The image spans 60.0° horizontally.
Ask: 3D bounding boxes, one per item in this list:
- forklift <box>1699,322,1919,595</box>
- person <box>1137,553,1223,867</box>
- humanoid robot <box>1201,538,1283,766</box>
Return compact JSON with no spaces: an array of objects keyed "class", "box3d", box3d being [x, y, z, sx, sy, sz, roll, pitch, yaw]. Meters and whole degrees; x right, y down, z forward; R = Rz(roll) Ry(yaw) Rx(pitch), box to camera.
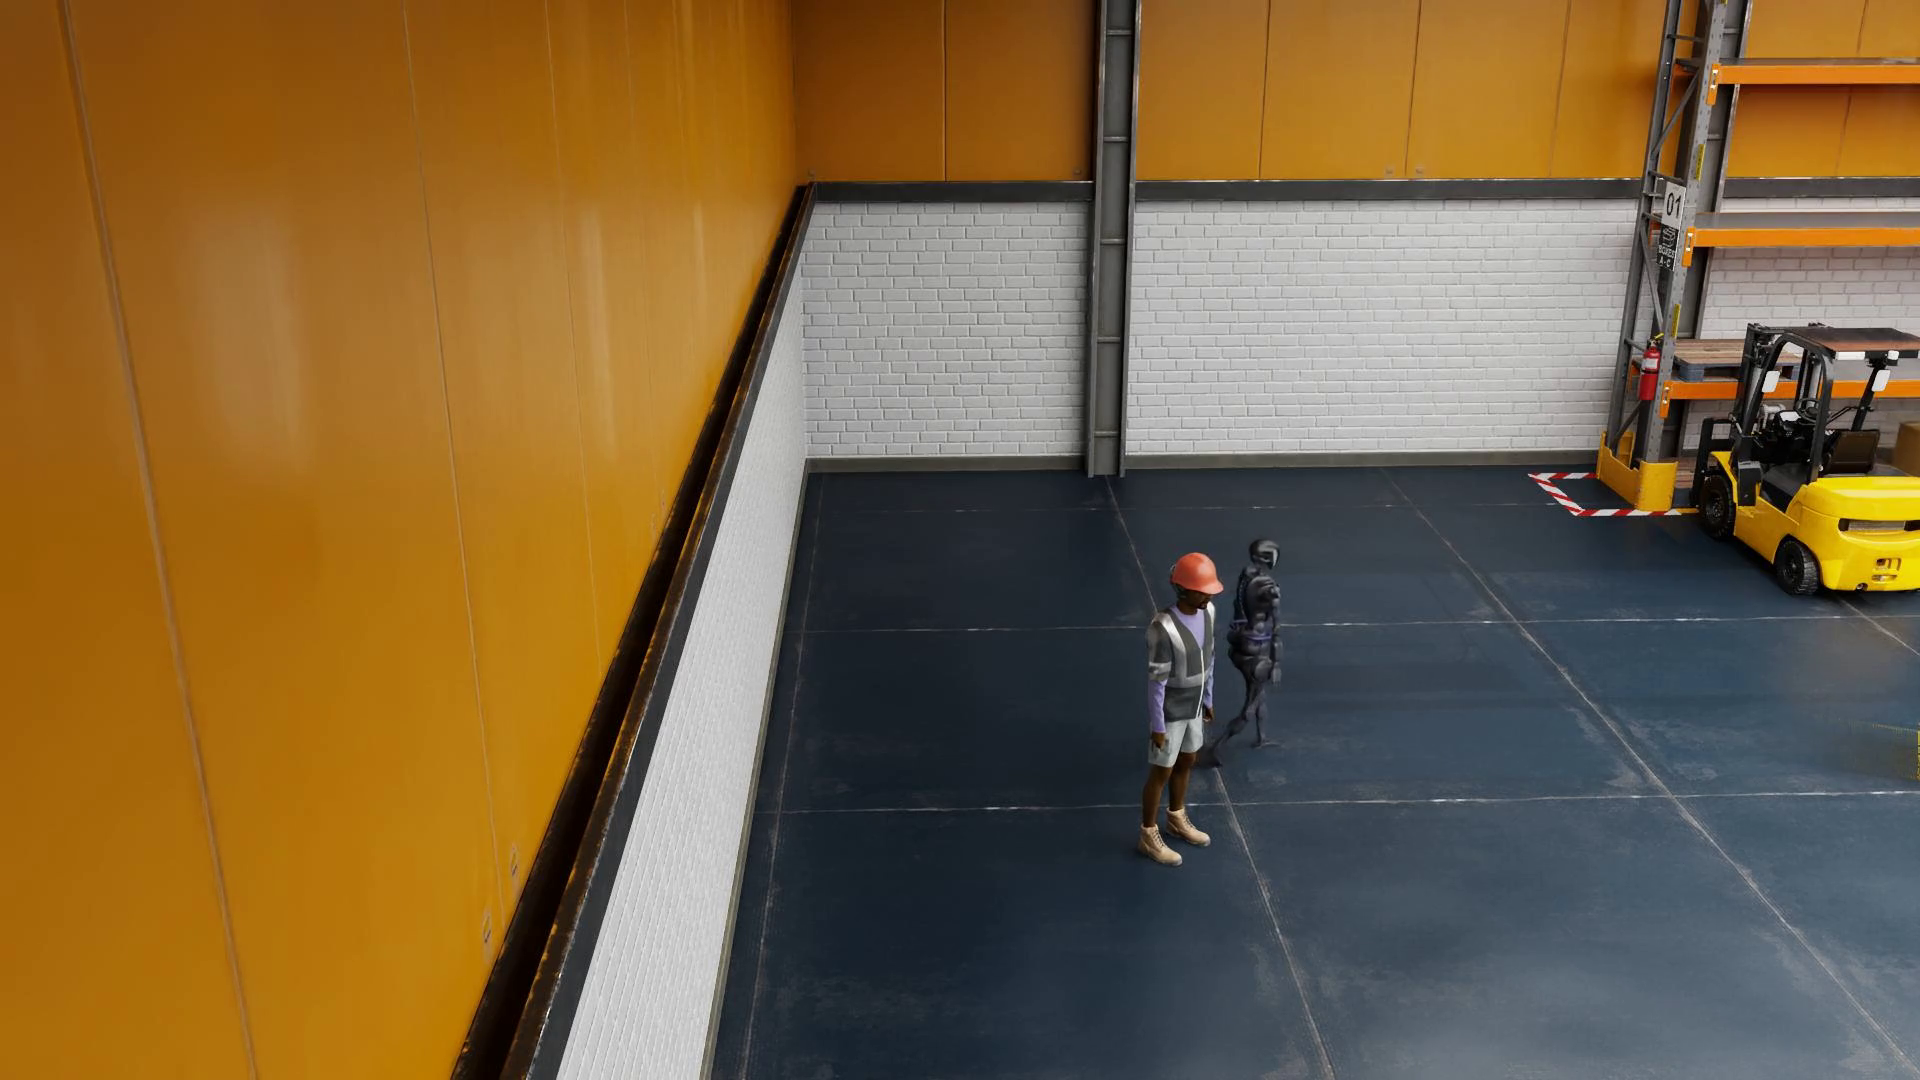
[{"class":"forklift","box3d":[7.809,-0.792,14.926,1.214,2.155,2.313,-1,20,-2]},{"class":"person","box3d":[1.380,1.031,10.226,0.413,2.034,0.600,17,26,39]},{"class":"humanoid robot","box3d":[1.987,0.761,11.516,0.730,1.638,0.615,-7,22,-19]}]
